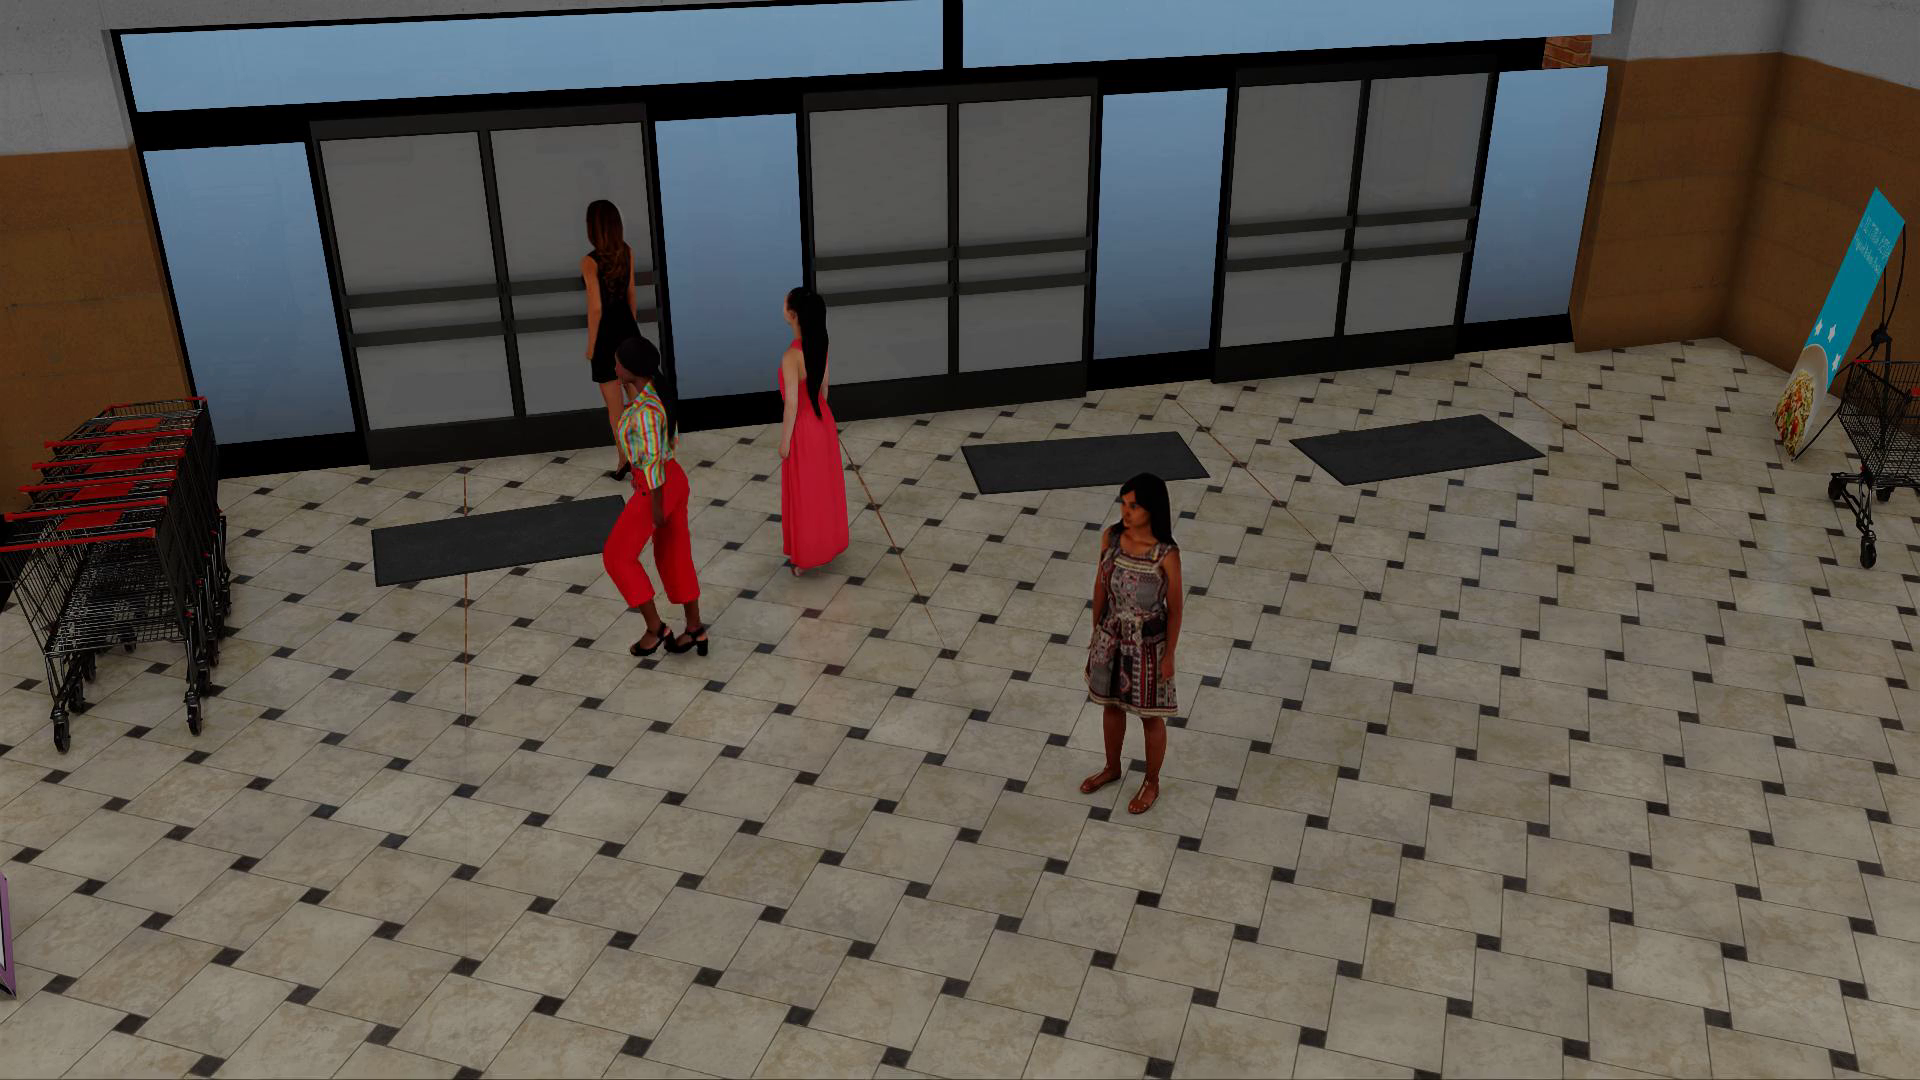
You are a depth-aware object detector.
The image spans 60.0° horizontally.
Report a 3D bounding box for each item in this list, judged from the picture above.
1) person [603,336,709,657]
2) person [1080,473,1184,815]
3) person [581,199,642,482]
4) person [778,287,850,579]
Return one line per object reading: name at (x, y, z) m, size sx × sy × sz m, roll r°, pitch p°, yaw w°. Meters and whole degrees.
person at (-1.446, -0.189, 8.515) m, size 0.774 × 1.778 × 0.749 m, roll 2°, pitch 27°, yaw 4°
person at (0.785, 0.451, 7.399) m, size 0.673 × 1.645 × 0.787 m, roll 21°, pitch 34°, yaw 35°
person at (-2.186, -1.249, 10.542) m, size 0.712 × 1.834 × 0.666 m, roll 17°, pitch 32°, yaw 31°
person at (-0.855, -0.598, 9.377) m, size 0.771 × 1.727 × 0.704 m, roll 13°, pitch 30°, yaw 24°
